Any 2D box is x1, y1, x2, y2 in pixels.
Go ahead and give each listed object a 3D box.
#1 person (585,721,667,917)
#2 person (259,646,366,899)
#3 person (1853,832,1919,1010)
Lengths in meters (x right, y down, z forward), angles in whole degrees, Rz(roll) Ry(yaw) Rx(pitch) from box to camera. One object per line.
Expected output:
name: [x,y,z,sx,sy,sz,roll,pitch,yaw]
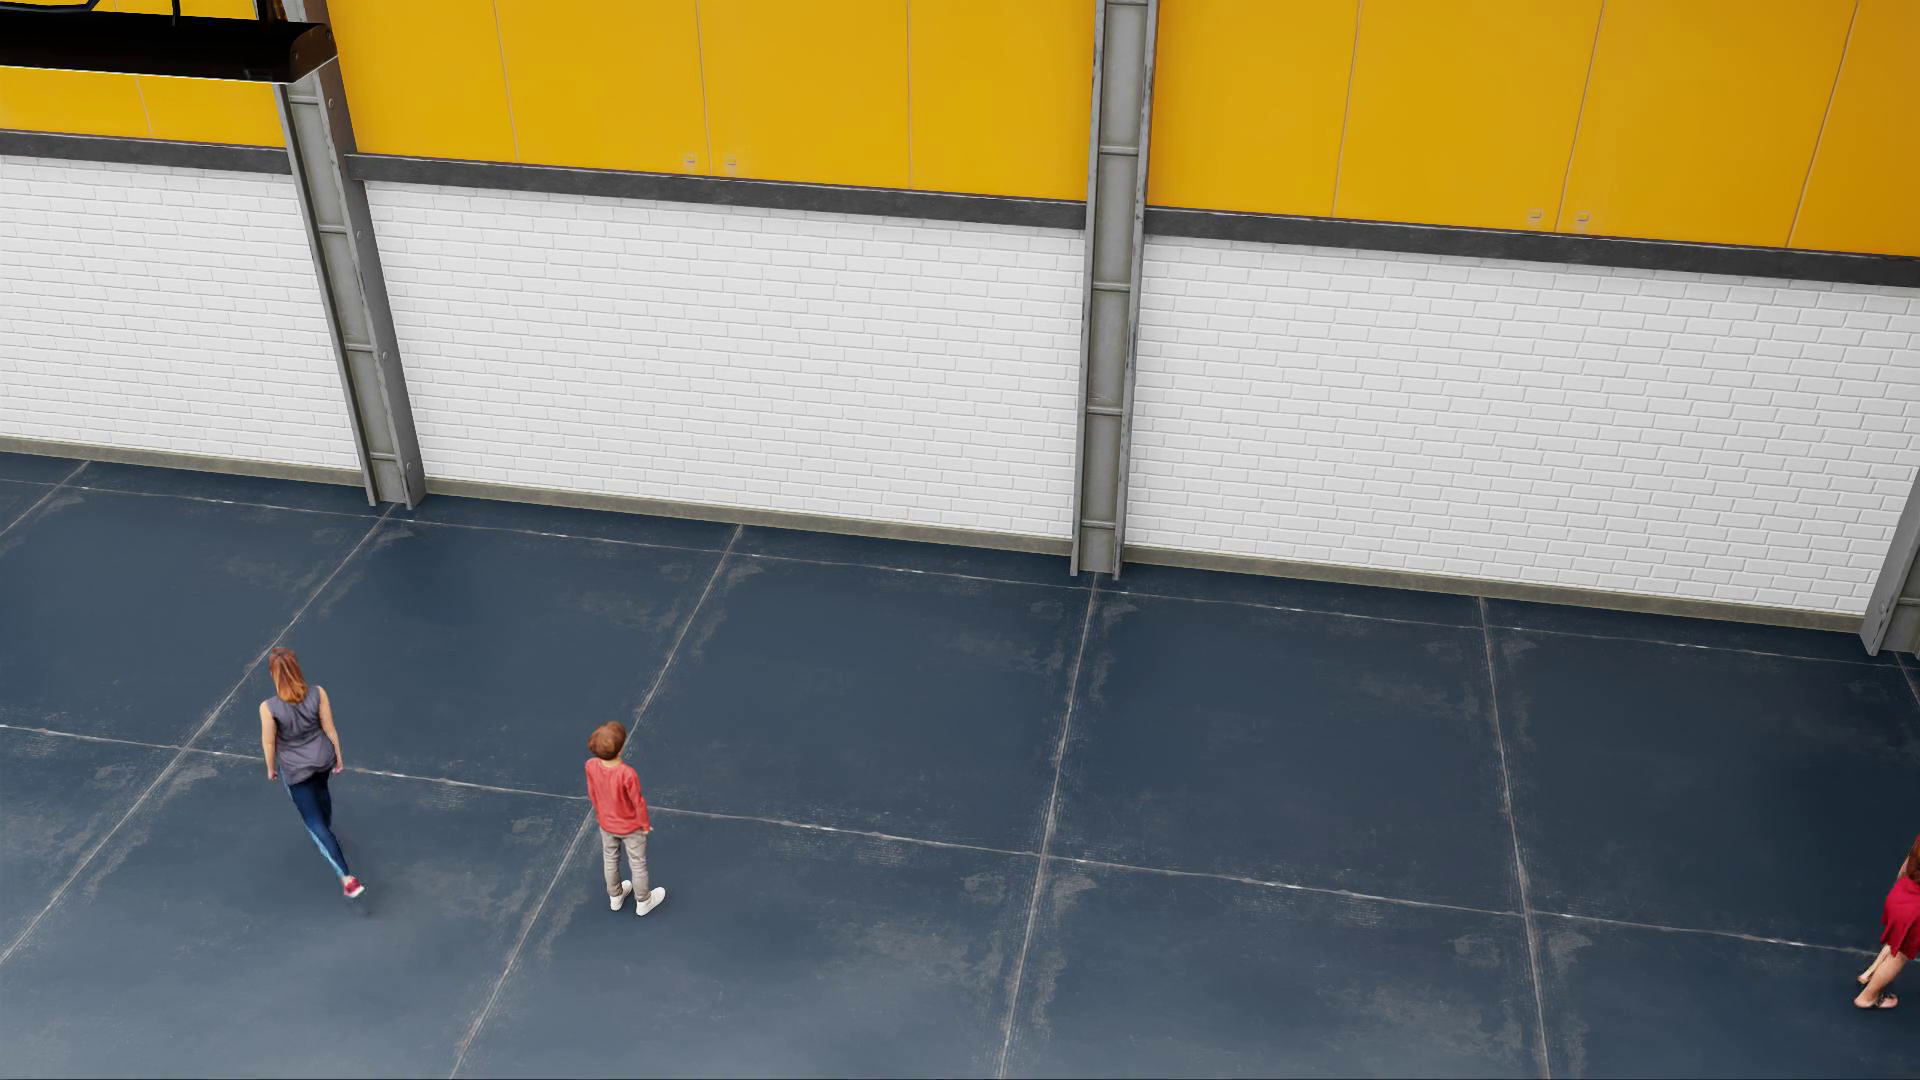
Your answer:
person: [-2.028,1.664,9.918,0.477,1.416,0.614,12,35,17]
person: [-3.907,1.425,10.028,1.043,1.691,1.186,-27,42,-34]
person: [5.247,2.049,9.225,0.687,1.542,0.612,-2,34,-3]
